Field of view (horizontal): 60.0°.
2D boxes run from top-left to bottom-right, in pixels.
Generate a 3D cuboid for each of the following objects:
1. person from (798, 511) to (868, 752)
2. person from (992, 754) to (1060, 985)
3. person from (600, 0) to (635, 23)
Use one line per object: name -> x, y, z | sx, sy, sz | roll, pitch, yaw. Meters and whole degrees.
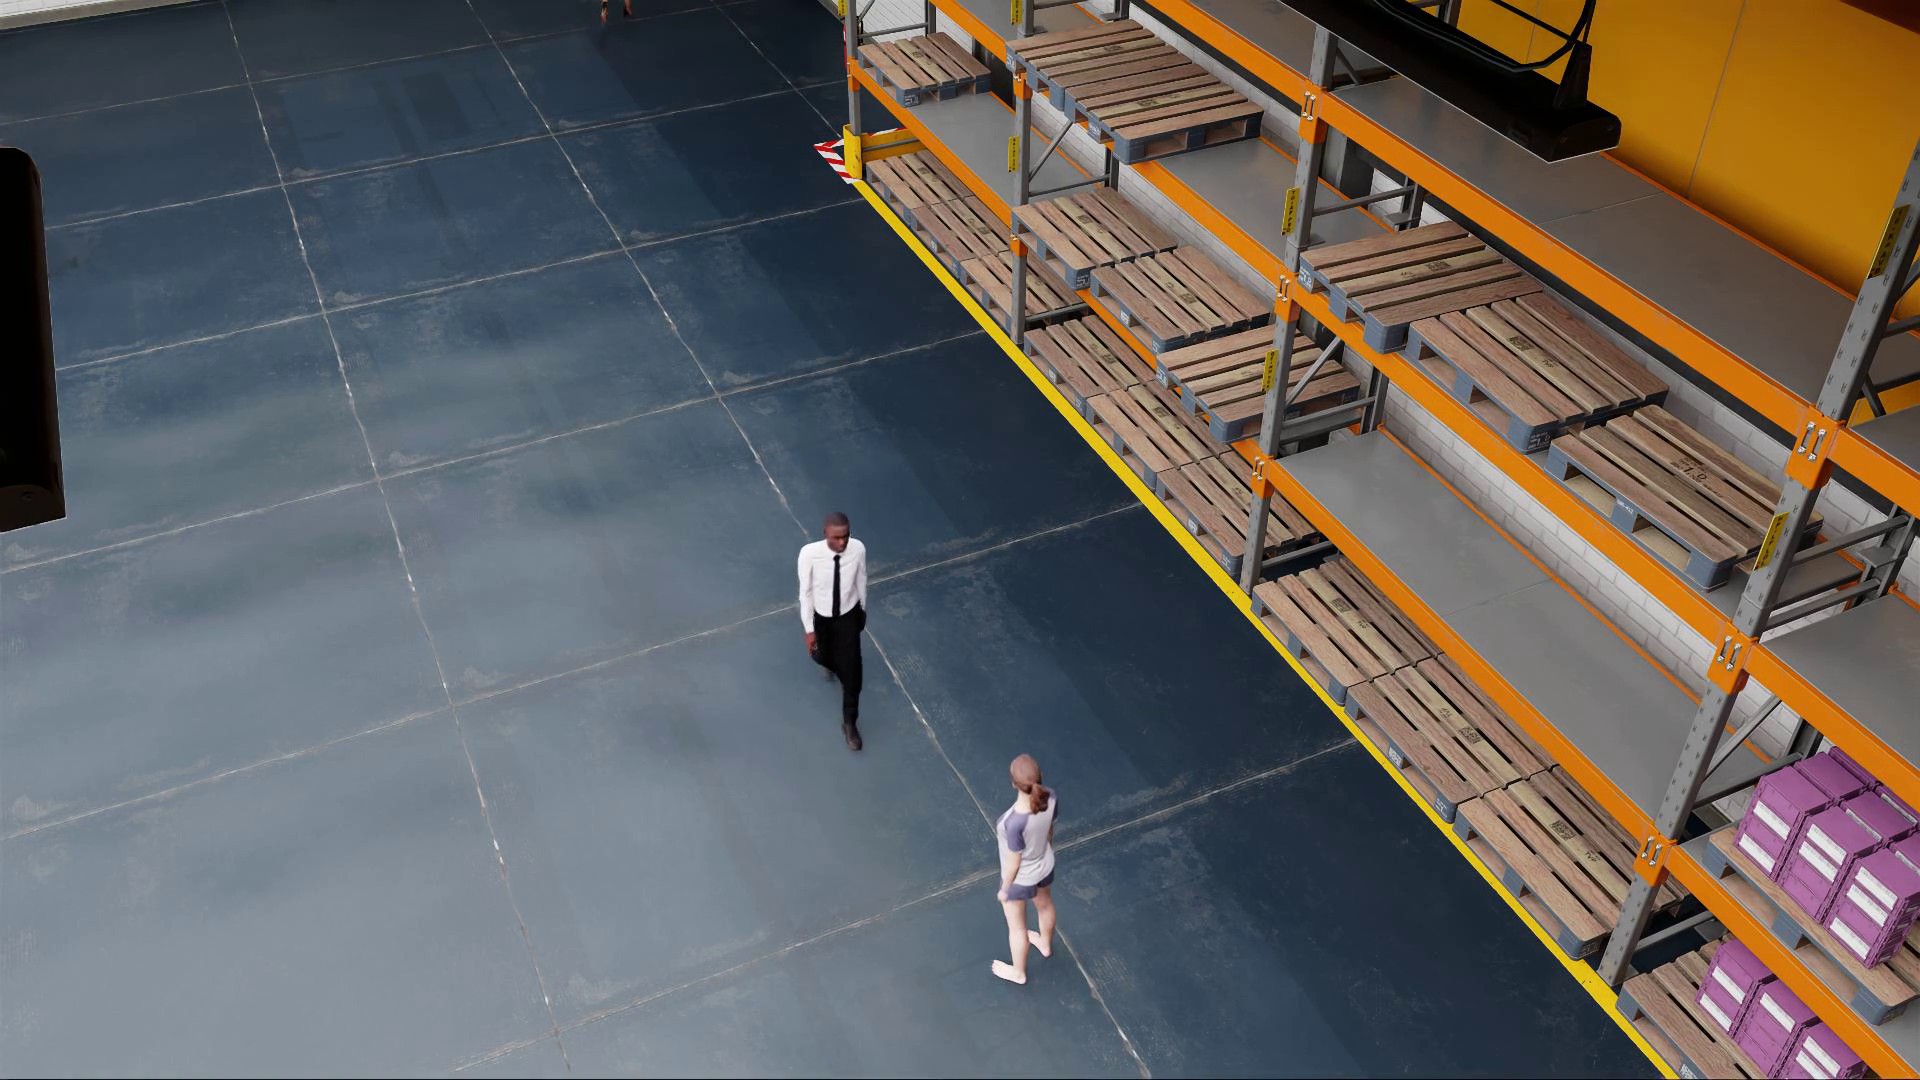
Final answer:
person -> -0.877, 0.482, 11.322 | 0.831, 1.791, 1.289 | -7, 39, -8
person -> 0.392, 1.894, 9.574 | 0.661, 1.765, 0.660 | 31, 48, 33
person -> -4.451, -7.453, 21.252 | 0.987, 1.799, 1.057 | 13, 40, 15
